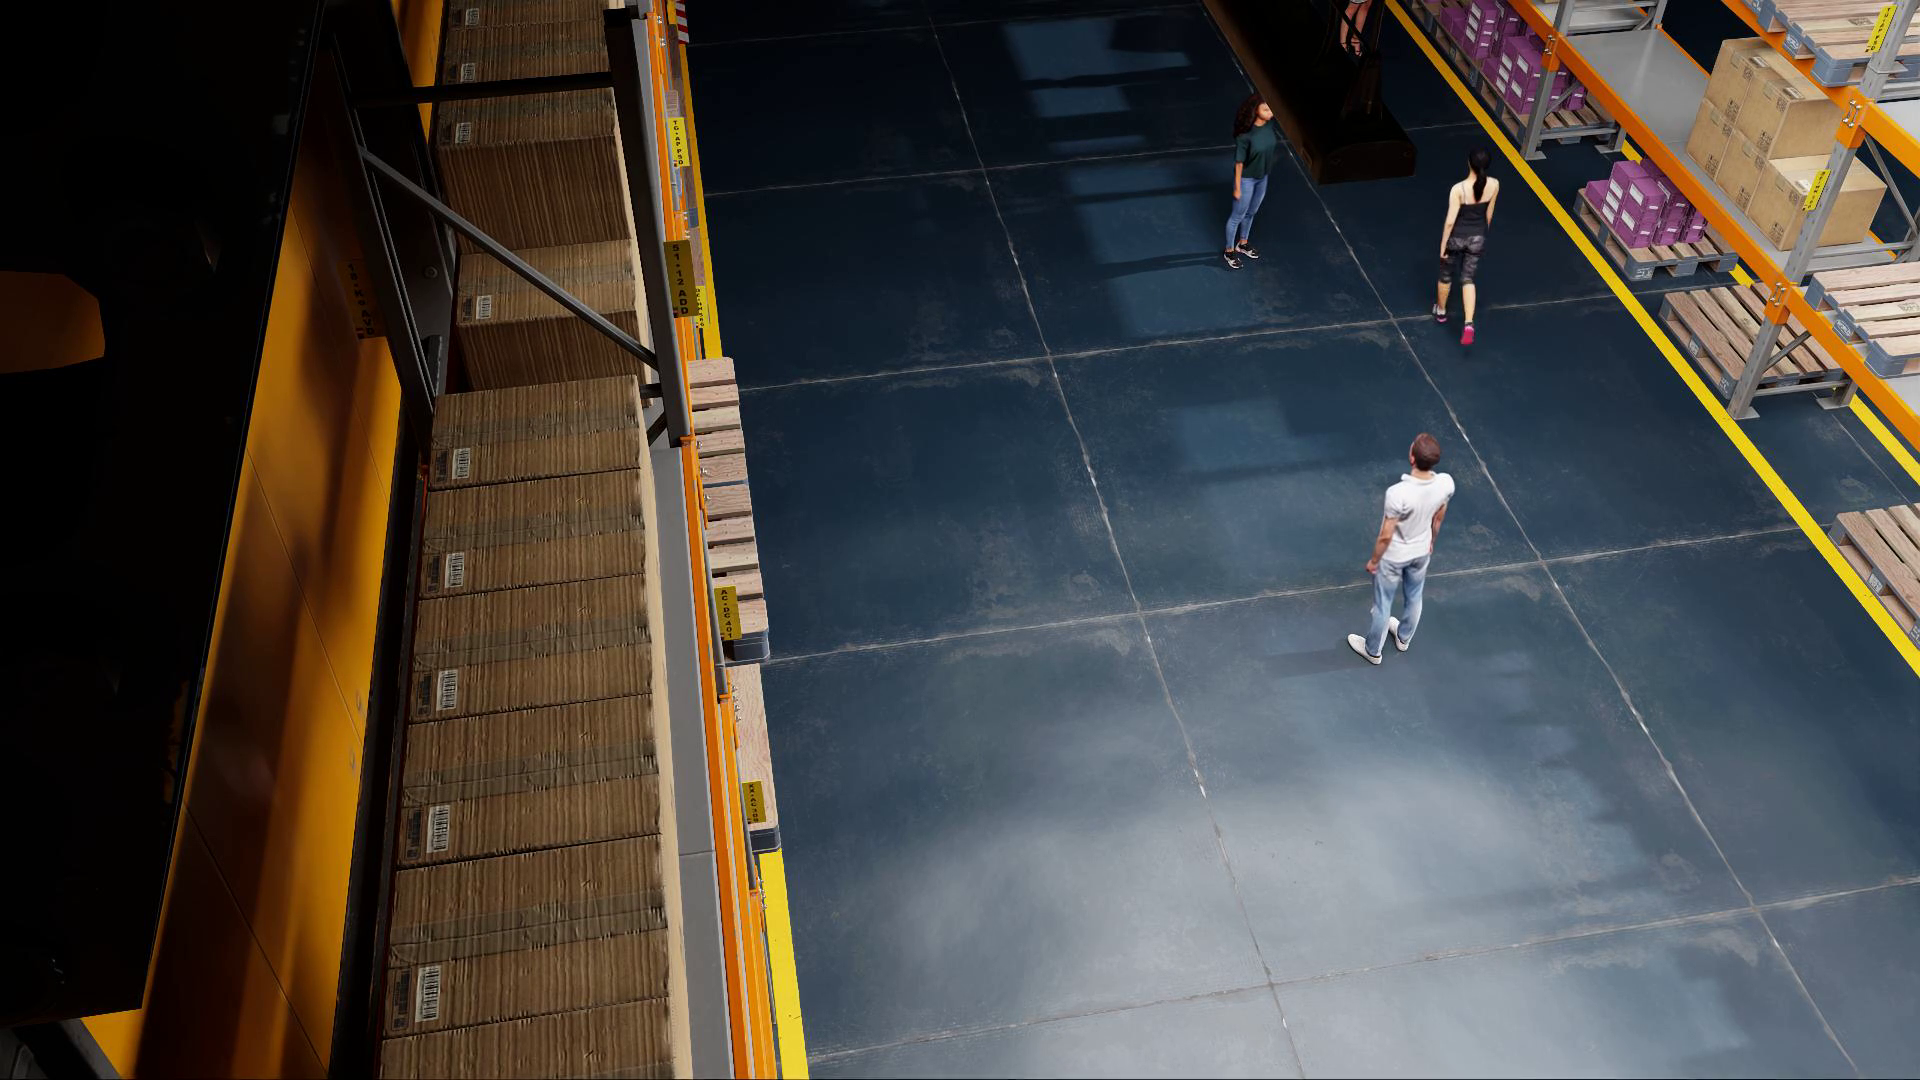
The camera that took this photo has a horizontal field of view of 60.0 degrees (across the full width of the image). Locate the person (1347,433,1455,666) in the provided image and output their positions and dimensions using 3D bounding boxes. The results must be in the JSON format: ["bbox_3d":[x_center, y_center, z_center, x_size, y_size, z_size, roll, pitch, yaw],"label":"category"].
[{"bbox_3d":[2.885,0.074,10.798,0.690,1.850,0.622,-16,46,-16],"label":"person"}]

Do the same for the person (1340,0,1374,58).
[{"bbox_3d":[4.149,-5.770,16.951,0.678,1.822,0.670,-27,50,-25],"label":"person"}]

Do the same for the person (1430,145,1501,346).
[{"bbox_3d":[4.112,-2.360,13.456,0.638,1.706,1.010,-4,44,-4],"label":"person"}]

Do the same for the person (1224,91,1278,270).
[{"bbox_3d":[2.500,-3.127,14.326,0.706,1.617,0.740,-30,51,-28],"label":"person"}]
